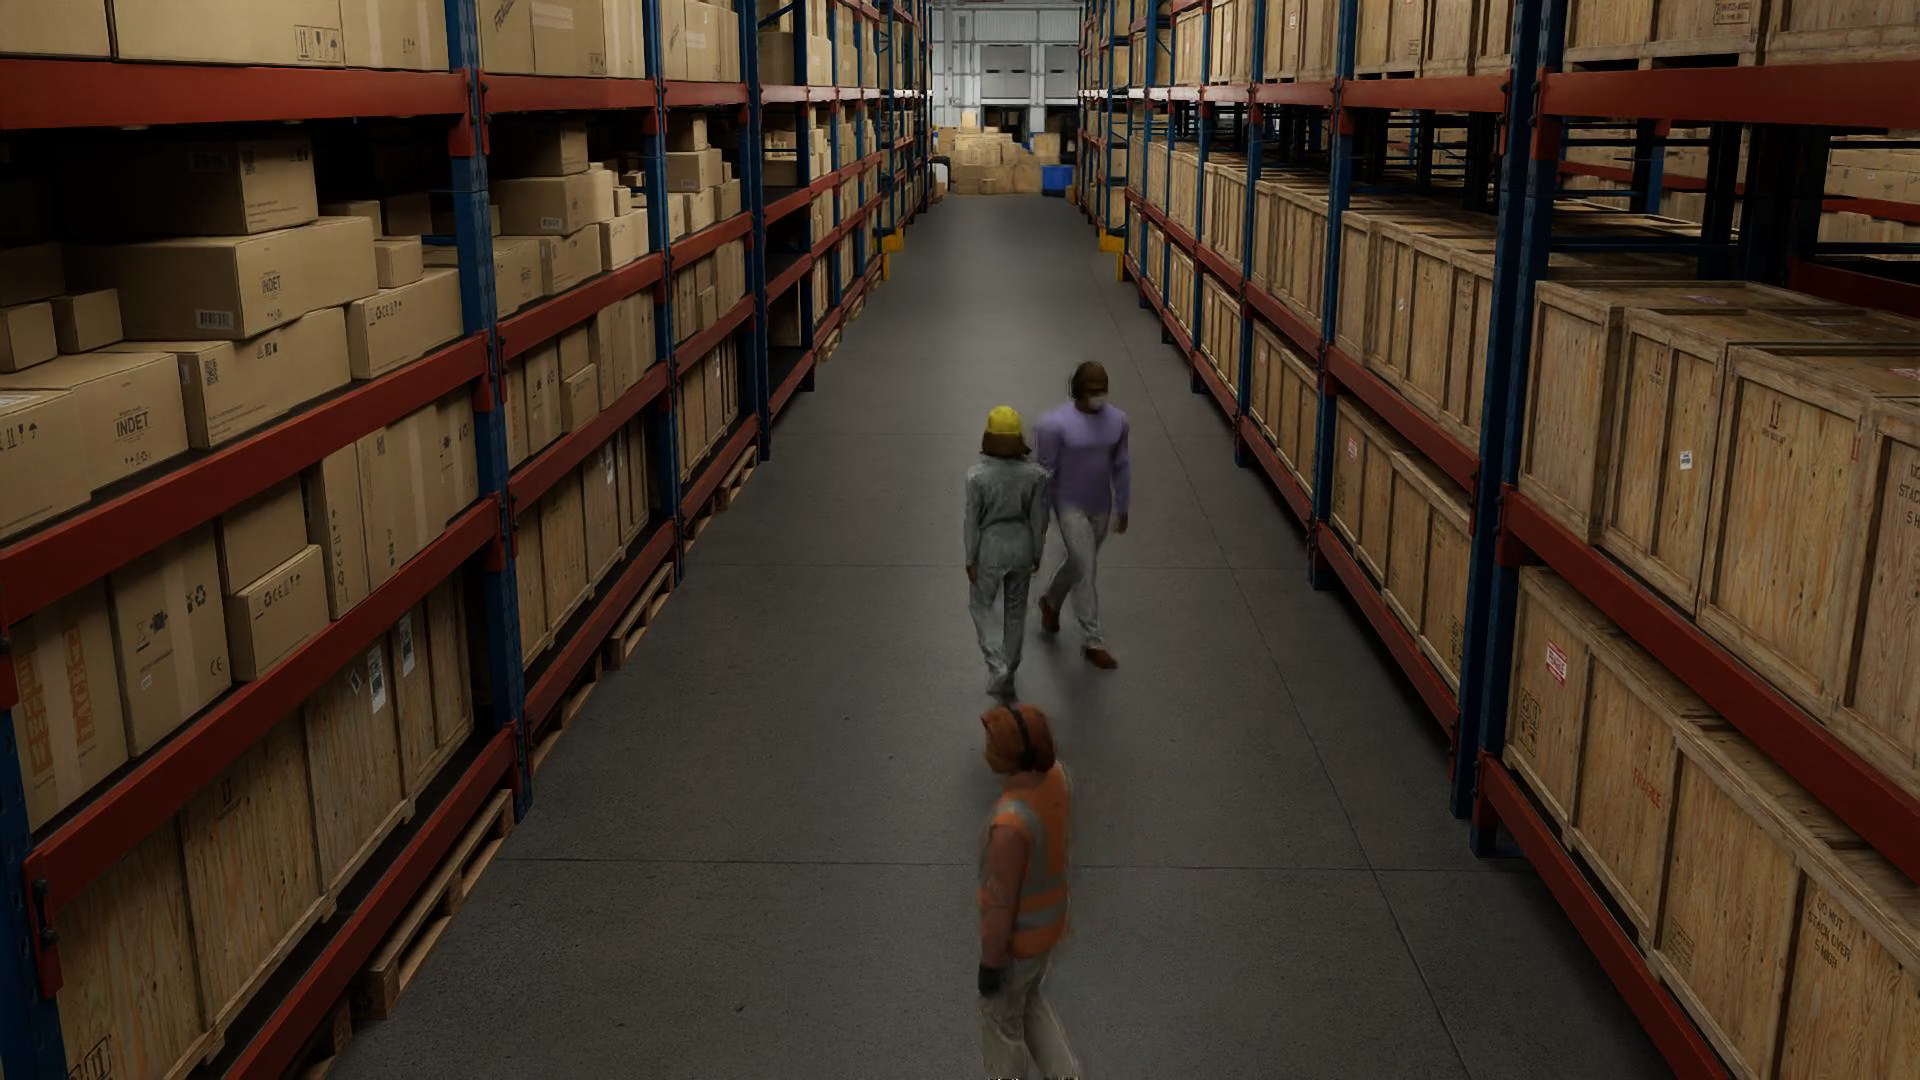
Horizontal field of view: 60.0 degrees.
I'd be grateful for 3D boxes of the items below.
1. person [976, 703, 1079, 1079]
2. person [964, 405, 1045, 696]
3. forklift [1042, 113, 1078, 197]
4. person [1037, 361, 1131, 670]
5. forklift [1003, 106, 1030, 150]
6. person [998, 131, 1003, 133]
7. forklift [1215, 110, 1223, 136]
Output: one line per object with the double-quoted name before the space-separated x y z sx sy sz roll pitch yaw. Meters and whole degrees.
"person" 0.200 1.267 5.449 0.486 1.616 0.583 6 16 20
"person" 0.266 0.082 9.665 0.494 1.728 0.479 -4 16 -14
"forklift" 3.760 -13.004 56.176 1.873 2.768 1.129 -14 20 -42
"person" 0.743 -0.219 10.506 0.631 1.894 1.009 -8 17 -28
"forklift" 2.624 -20.120 82.651 1.129 2.768 1.873 -7 17 -24
"person" 1.592 -16.299 70.240 0.623 1.926 0.631 2 15 9
"forklift" 10.018 -15.531 65.577 1.873 2.768 1.129 0 15 2
